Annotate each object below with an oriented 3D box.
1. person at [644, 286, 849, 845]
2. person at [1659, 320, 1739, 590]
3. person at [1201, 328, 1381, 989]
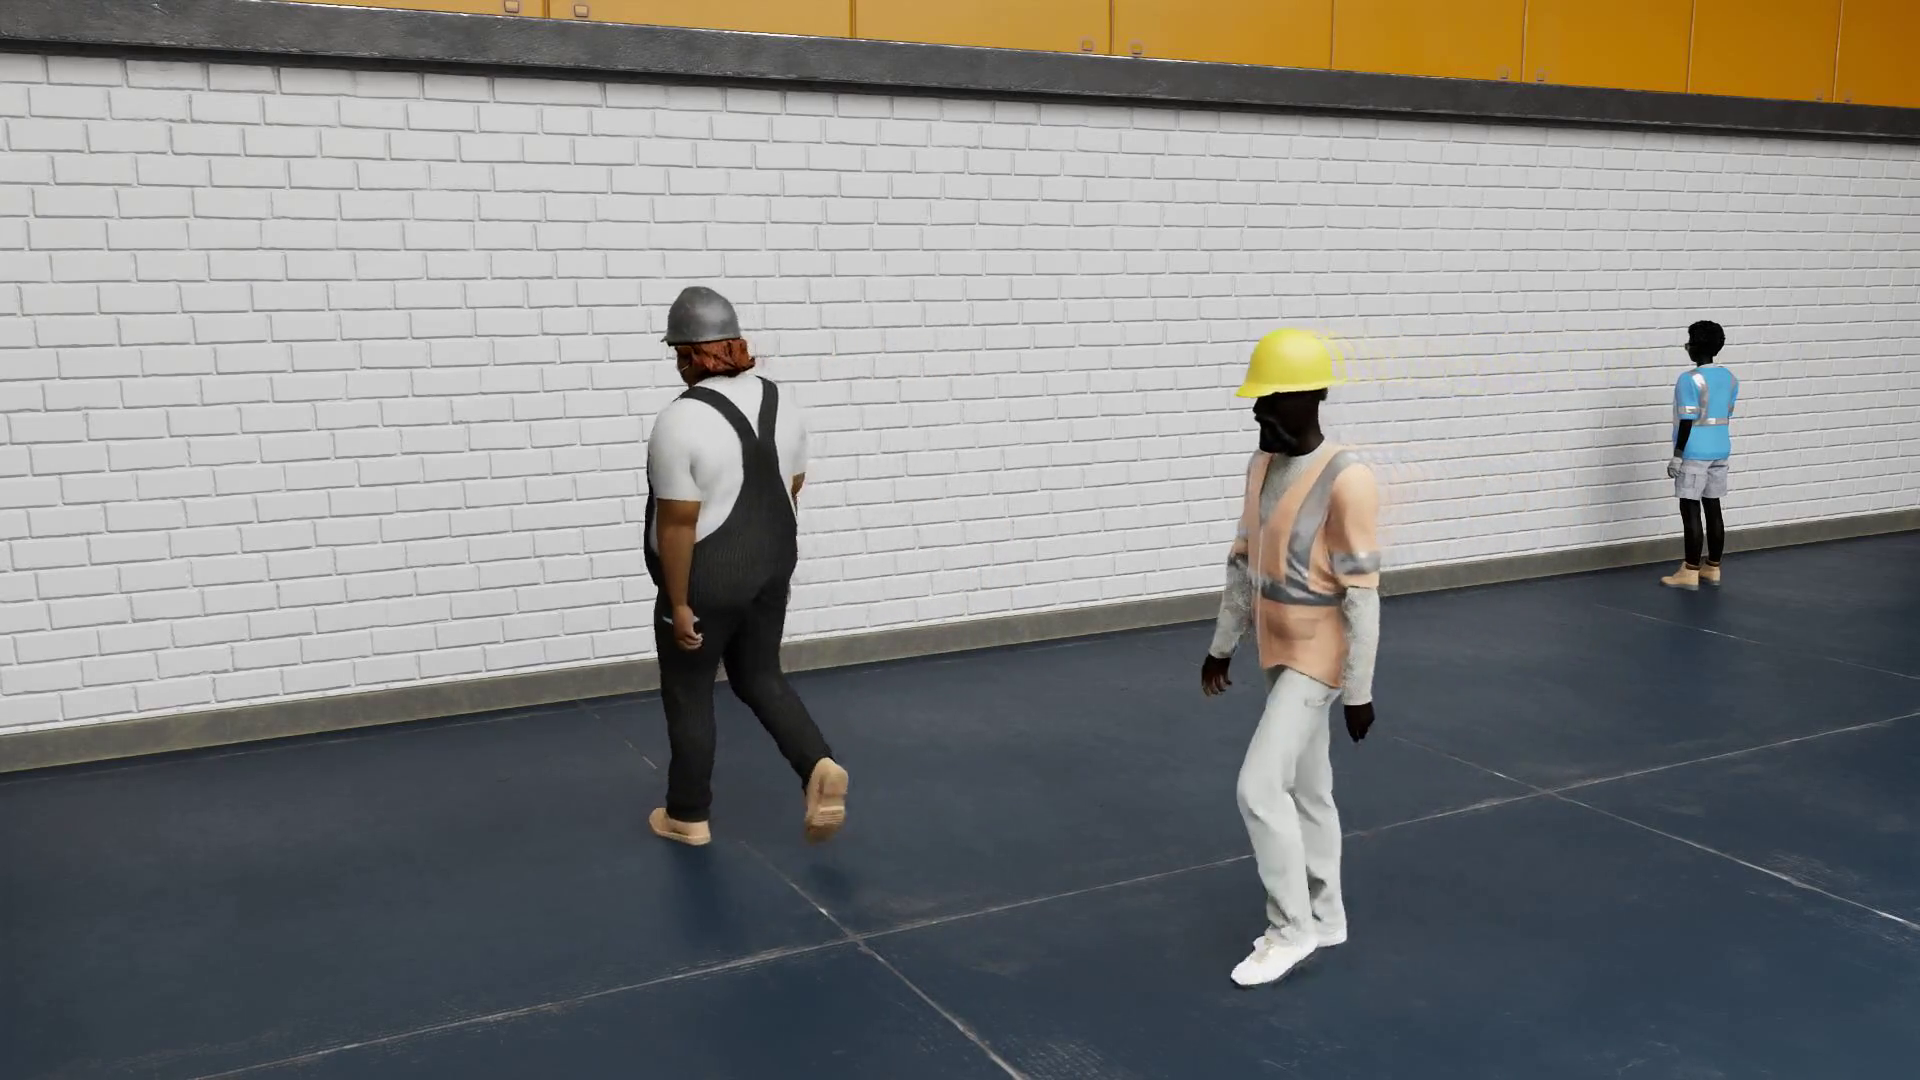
[{"bbox_3d":[-0.787,0.106,5.831,0.754,2.000,0.691,8,13,40],"label":"person"},{"bbox_3d":[4.667,-0.533,10.502,0.540,1.695,0.318,-6,12,-33],"label":"person"},{"bbox_3d":[0.936,0.343,4.874,0.626,1.906,0.612,-2,10,-12],"label":"person"}]
